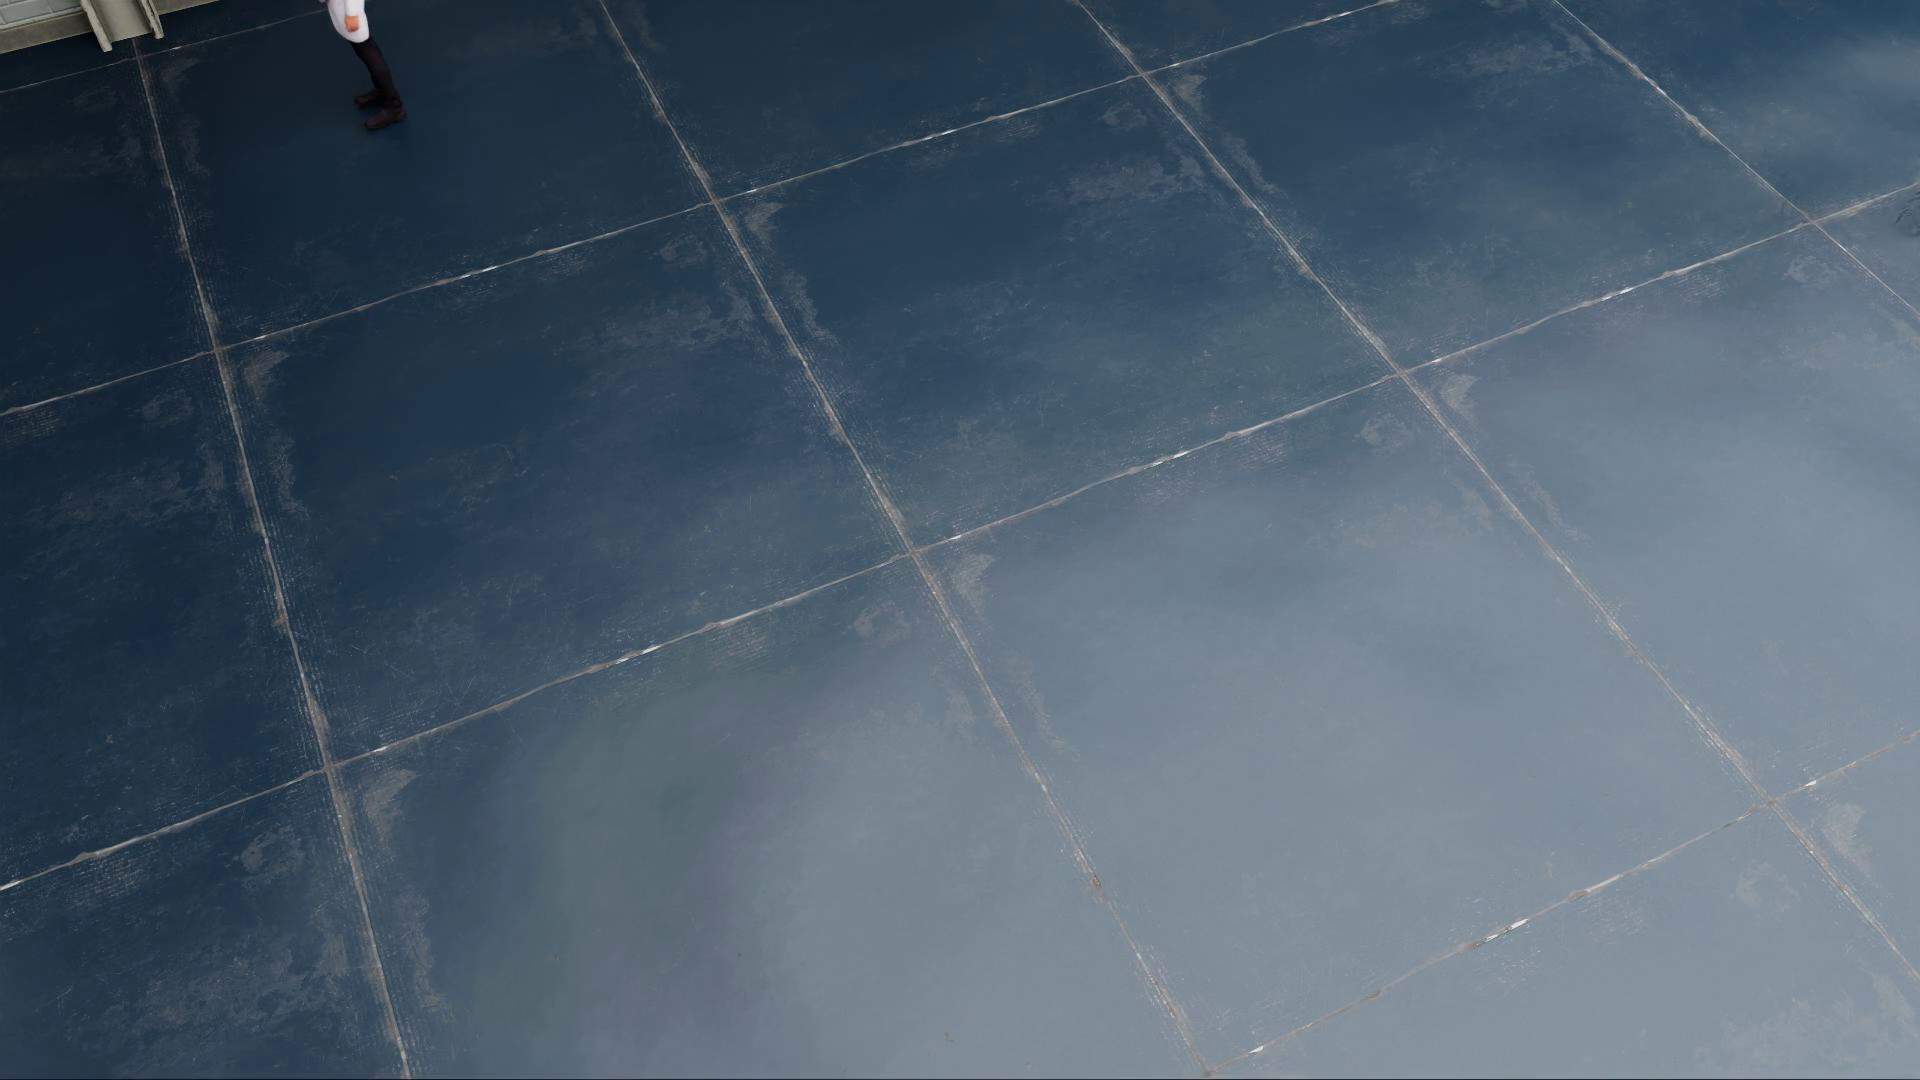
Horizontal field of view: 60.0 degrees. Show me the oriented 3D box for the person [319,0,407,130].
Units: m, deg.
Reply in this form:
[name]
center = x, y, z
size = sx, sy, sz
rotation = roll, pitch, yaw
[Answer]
[person]
center = -3.717, -3.302, 10.034
size = 0.580, 1.803, 0.628
rotation = -19, 55, -14
